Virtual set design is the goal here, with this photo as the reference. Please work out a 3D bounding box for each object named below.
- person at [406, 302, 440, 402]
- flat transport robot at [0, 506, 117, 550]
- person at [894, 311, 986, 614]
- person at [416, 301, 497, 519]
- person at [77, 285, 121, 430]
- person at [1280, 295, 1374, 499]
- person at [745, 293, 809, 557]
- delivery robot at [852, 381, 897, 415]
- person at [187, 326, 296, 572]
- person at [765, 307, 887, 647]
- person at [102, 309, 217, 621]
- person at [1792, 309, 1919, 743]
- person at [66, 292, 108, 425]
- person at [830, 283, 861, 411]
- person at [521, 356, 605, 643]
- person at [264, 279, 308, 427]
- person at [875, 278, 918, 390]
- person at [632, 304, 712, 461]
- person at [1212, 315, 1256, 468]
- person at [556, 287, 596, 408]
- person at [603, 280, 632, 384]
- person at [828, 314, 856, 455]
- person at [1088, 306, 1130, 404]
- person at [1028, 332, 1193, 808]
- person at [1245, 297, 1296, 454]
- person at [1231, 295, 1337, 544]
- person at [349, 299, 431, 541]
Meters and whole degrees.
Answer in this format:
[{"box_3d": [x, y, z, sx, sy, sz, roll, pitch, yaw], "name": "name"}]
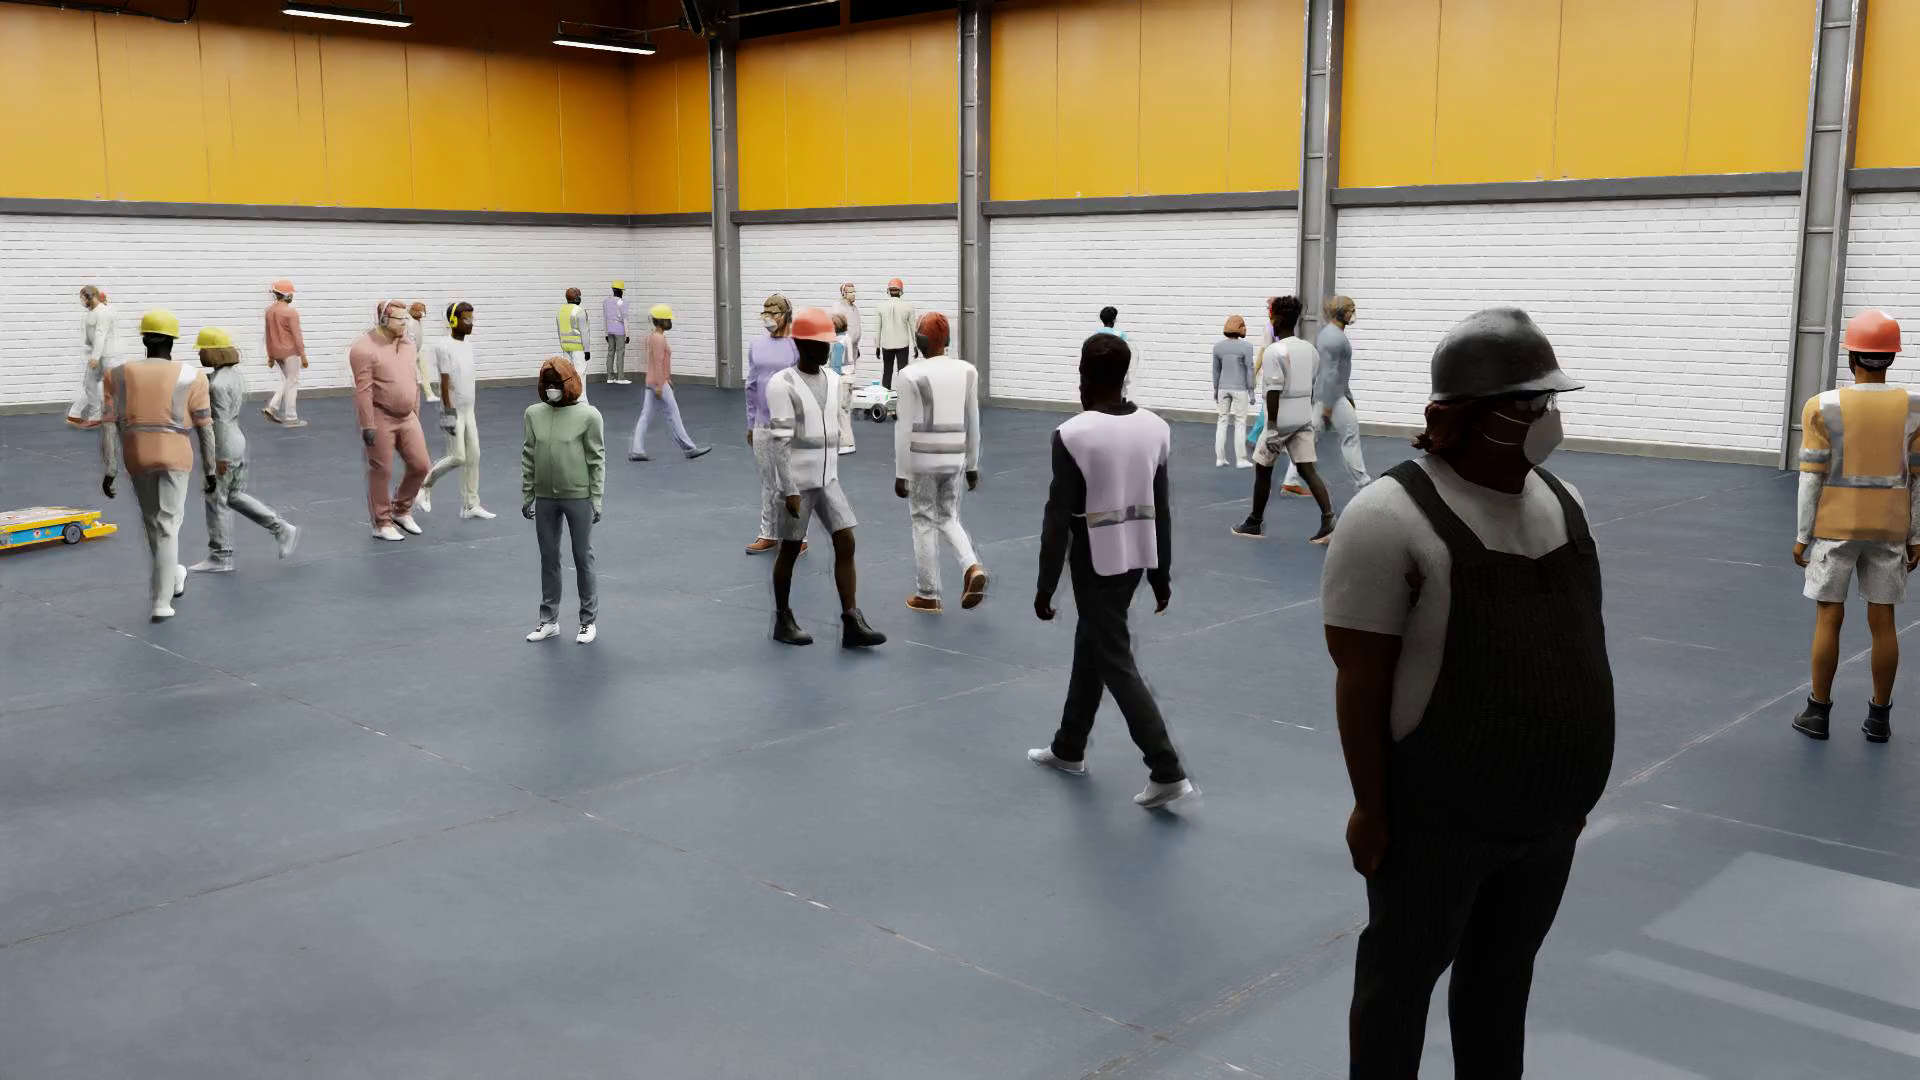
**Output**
[{"box_3d": [-8.540, -2.945, 26.224, 0.737, 1.587, 0.500, 1, 9, 8], "name": "person"}, {"box_3d": [-7.245, -0.066, 12.631, 0.652, 0.197, 1.431, 4, 10, 22], "name": "flat transport robot"}, {"box_3d": [-0.121, -0.450, 10.093, 0.593, 1.870, 0.594, -7, 11, -35], "name": "person"}, {"box_3d": [-4.294, -1.088, 14.061, 0.640, 1.852, 0.528, 3, 10, 17], "name": "person"}, {"box_3d": [-11.284, -2.369, 21.745, 0.660, 1.904, 0.750, 9, 13, 43], "name": "person"}, {"box_3d": [3.430, -1.292, 15.212, 1.022, 1.888, 0.644, 1, 9, 7], "name": "person"}, {"box_3d": [-1.324, -0.841, 12.282, 0.630, 1.940, 0.373, 5, 11, 29], "name": "person"}, {"box_3d": [-1.171, -1.975, 23.180, 0.707, 0.478, 0.477, 7, 12, 38], "name": "delivery robot"}, {"box_3d": [-5.092, -0.635, 11.642, 0.651, 1.721, 0.495, -2, 9, -11], "name": "person"}, {"box_3d": [-0.756, -0.321, 9.203, 0.870, 1.903, 0.561, 9, 13, 43], "name": "person"}, {"box_3d": [-4.923, -0.483, 10.295, 0.601, 1.865, 1.003, -2, 9, -10], "name": "person"}, {"box_3d": [4.024, -0.055, 7.452, 0.543, 1.943, 0.348, 3, 10, 15], "name": "person"}, {"box_3d": [-11.626, -2.436, 22.423, 0.971, 1.840, 0.615, -3, 10, -18], "name": "person"}, {"box_3d": [-1.676, -2.890, 24.941, 0.400, 1.910, 0.643, 5, 10, 26], "name": "person"}, {"box_3d": [-2.254, -0.226, 9.444, 0.498, 1.633, 0.283, 2, 9, 12], "name": "person"}, {"box_3d": [-9.011, -2.493, 22.273, 0.624, 1.976, 0.467, 7, 11, 36], "name": "person"}, {"box_3d": [-0.947, -2.900, 24.744, 0.633, 1.992, 0.396, 2, 9, 13], "name": "person"}, {"box_3d": [-3.231, -1.724, 18.340, 0.894, 1.720, 0.540, -3, 10, -19], "name": "person"}, {"box_3d": [2.928, -1.588, 17.796, 0.501, 1.633, 0.281, 8, 12, 40], "name": "person"}, {"box_3d": [-5.737, -2.845, 24.862, 0.626, 1.846, 0.429, 7, 12, 37], "name": "person"}, {"box_3d": [-6.315, -3.833, 30.695, 0.585, 1.919, 0.391, 5, 11, 29], "name": "person"}, {"box_3d": [-1.347, -1.774, 19.018, 0.346, 1.614, 0.606, 1, 9, 8], "name": "person"}, {"box_3d": [1.785, -1.981, 20.038, 0.576, 1.677, 0.360, 7, 11, 35], "name": "person"}, {"box_3d": [0.612, 0.110, 6.666, 0.605, 1.879, 0.976, -8, 12, -41], "name": "person"}, {"box_3d": [3.600, -1.897, 19.200, 0.969, 1.794, 0.570, 7, 12, 36], "name": "person"}, {"box_3d": [2.573, -0.924, 12.854, 0.607, 1.928, 0.993, -7, 12, -37], "name": "person"}, {"box_3d": [-4.431, -0.926, 12.971, 0.436, 1.888, 0.660, 5, 11, 30], "name": "person"}]
